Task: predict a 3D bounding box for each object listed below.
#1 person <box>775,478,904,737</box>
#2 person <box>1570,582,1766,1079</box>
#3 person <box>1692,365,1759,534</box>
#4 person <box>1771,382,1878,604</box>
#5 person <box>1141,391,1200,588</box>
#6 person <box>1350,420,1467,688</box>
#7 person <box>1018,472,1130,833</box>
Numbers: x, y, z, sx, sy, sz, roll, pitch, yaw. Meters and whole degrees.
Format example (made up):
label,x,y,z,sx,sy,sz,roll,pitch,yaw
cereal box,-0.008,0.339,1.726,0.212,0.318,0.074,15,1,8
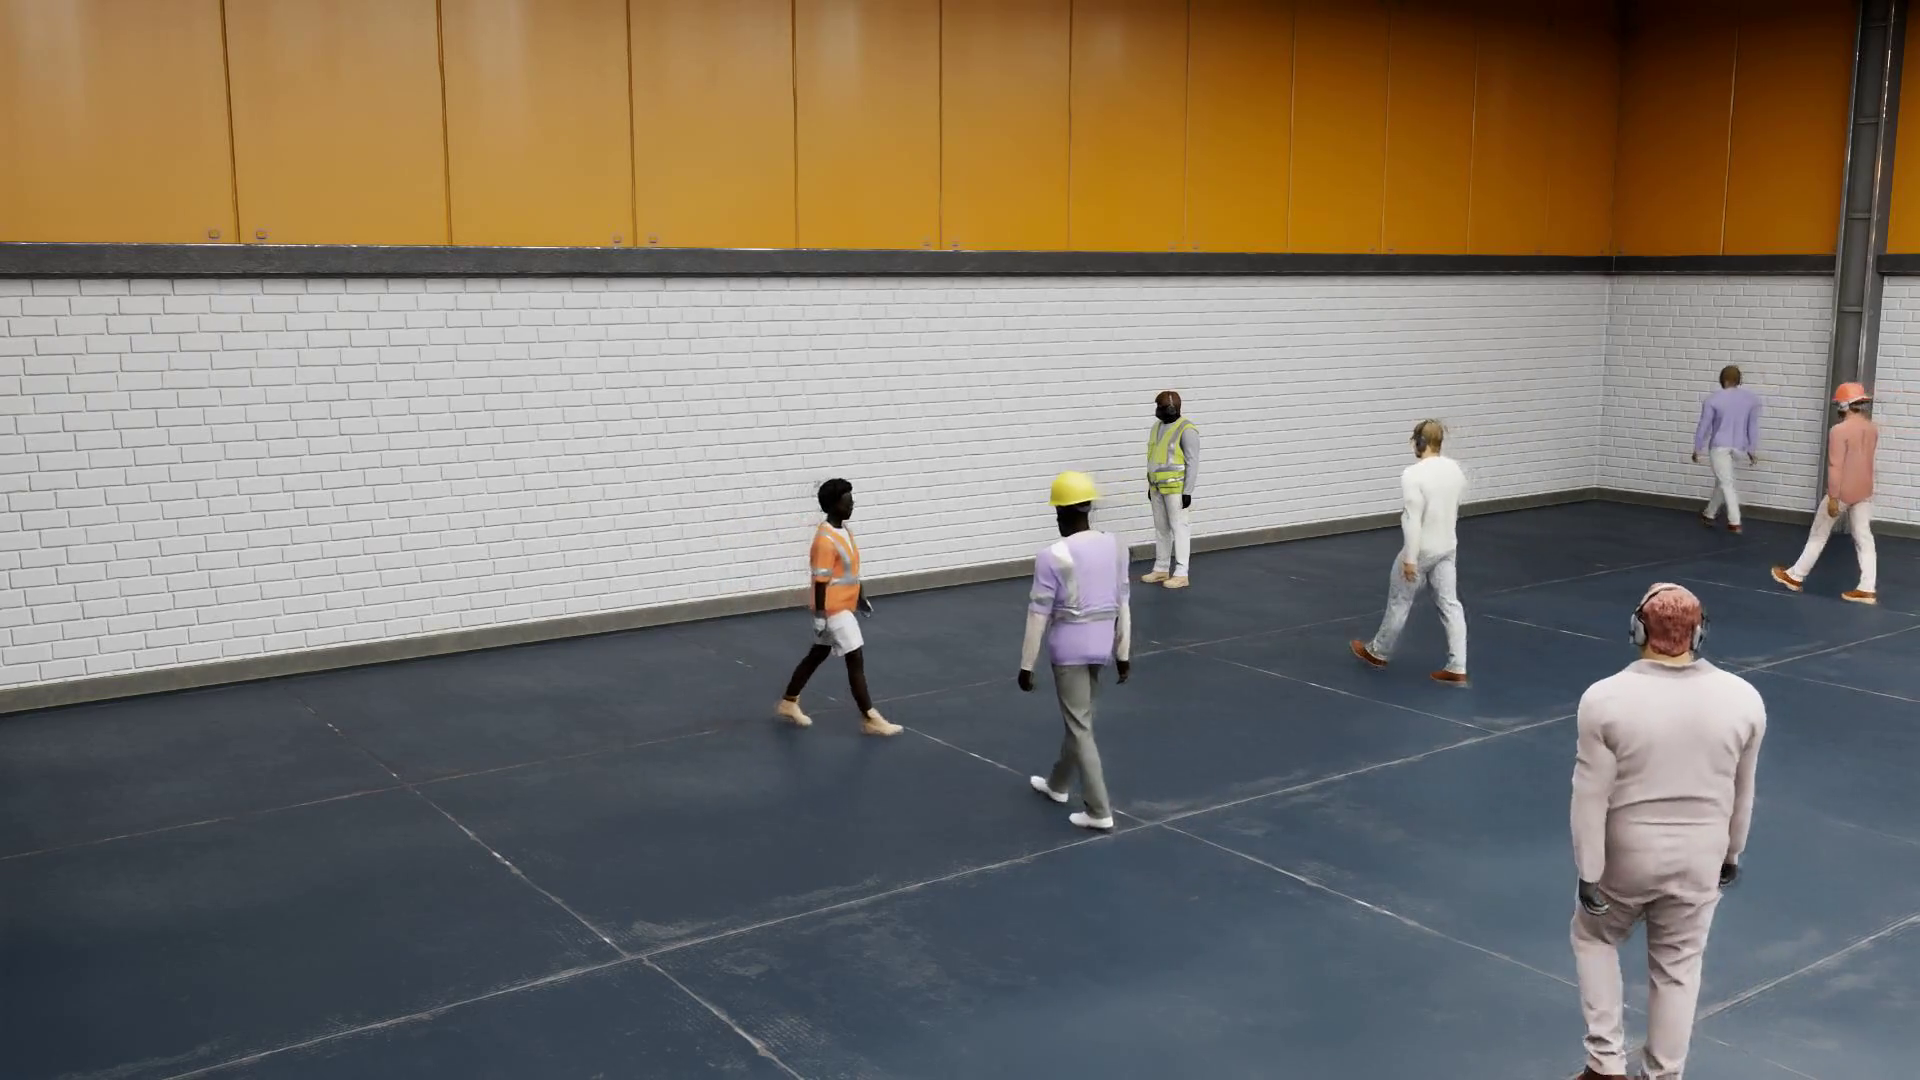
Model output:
label,x,y,z,sx,sy,sz,roll,pitch,yaw
person,-0.810,0.417,10.587,0.864,1.655,0.528,1,9,7
person,2.415,1.083,5.772,0.646,1.891,0.446,1,9,6
person,8.681,-1.041,18.892,0.650,1.886,1.015,-1,9,-8
person,7.904,-0.444,14.992,0.659,1.941,1.003,-4,10,-24
person,1.951,-0.475,15.540,0.429,1.838,0.634,-5,11,-30
person,3.309,0.076,11.982,0.658,1.882,1.019,-6,11,-33
person,0.579,0.576,8.886,0.610,1.887,0.816,-7,12,-37
